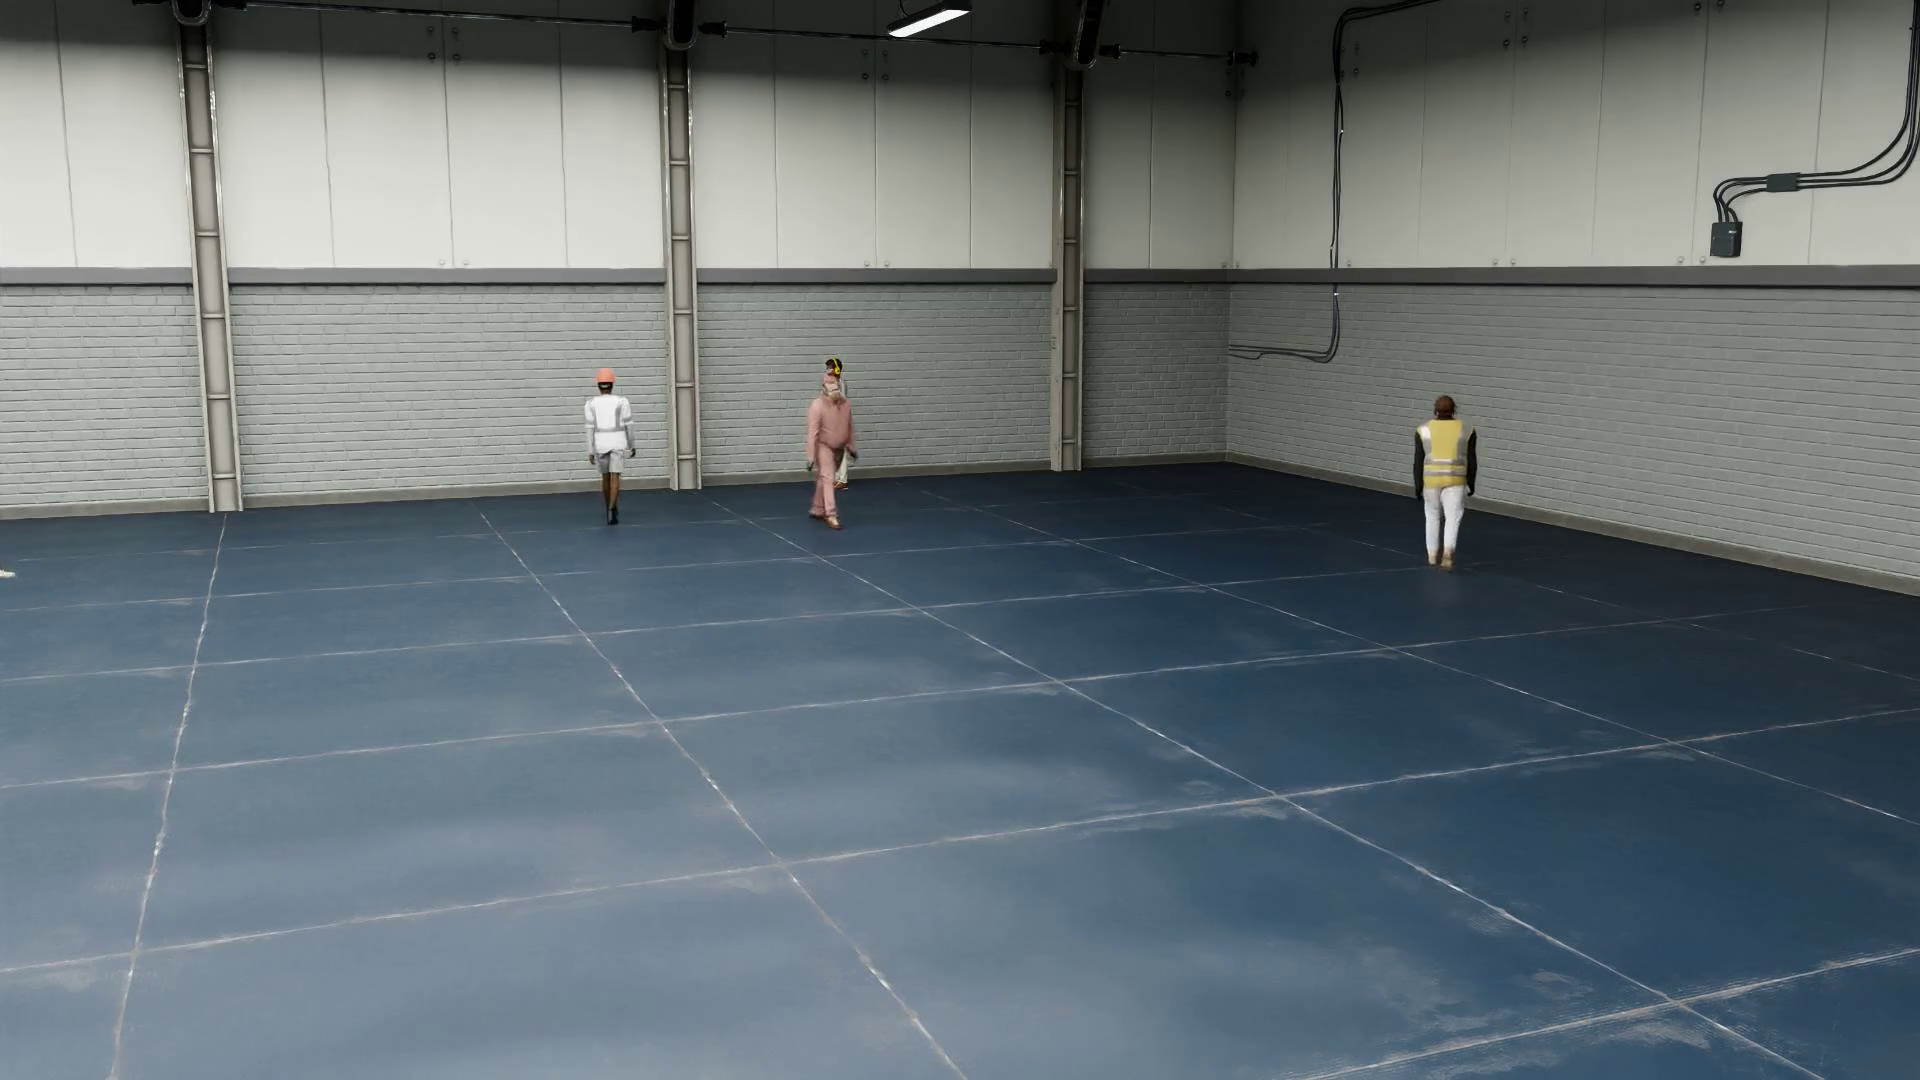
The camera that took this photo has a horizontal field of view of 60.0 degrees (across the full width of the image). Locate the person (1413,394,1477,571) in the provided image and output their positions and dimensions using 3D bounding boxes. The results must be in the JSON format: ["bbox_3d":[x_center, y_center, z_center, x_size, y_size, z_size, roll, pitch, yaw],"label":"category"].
[{"bbox_3d":[5.006,-0.599,17.204,0.625,1.814,0.827,3,10,19],"label":"person"}]

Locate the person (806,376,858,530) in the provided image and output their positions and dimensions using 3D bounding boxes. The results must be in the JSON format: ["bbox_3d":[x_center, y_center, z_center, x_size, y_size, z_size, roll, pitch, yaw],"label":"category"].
[{"bbox_3d":[-1.622,-1.075,20.158,0.897,1.840,0.697,8,12,40],"label":"person"}]

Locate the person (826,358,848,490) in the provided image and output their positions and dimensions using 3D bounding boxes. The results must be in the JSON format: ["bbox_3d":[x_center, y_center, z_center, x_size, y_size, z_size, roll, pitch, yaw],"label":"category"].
[{"bbox_3d":[-1.765,-1.641,23.578,0.329,1.864,0.508,-3,10,-21],"label":"person"}]

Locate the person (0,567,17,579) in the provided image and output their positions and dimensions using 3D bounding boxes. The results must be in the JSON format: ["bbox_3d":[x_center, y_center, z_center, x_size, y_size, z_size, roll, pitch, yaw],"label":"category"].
[{"bbox_3d":[-9.857,-0.473,16.404,0.744,1.826,0.517,-3,9,-17],"label":"person"}]

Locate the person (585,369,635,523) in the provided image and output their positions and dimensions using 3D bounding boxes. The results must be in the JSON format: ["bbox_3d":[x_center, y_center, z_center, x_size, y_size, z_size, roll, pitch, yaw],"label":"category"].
[{"bbox_3d":[-4.319,-1.163,20.502,0.554,1.899,0.955,0,9,3],"label":"person"}]
